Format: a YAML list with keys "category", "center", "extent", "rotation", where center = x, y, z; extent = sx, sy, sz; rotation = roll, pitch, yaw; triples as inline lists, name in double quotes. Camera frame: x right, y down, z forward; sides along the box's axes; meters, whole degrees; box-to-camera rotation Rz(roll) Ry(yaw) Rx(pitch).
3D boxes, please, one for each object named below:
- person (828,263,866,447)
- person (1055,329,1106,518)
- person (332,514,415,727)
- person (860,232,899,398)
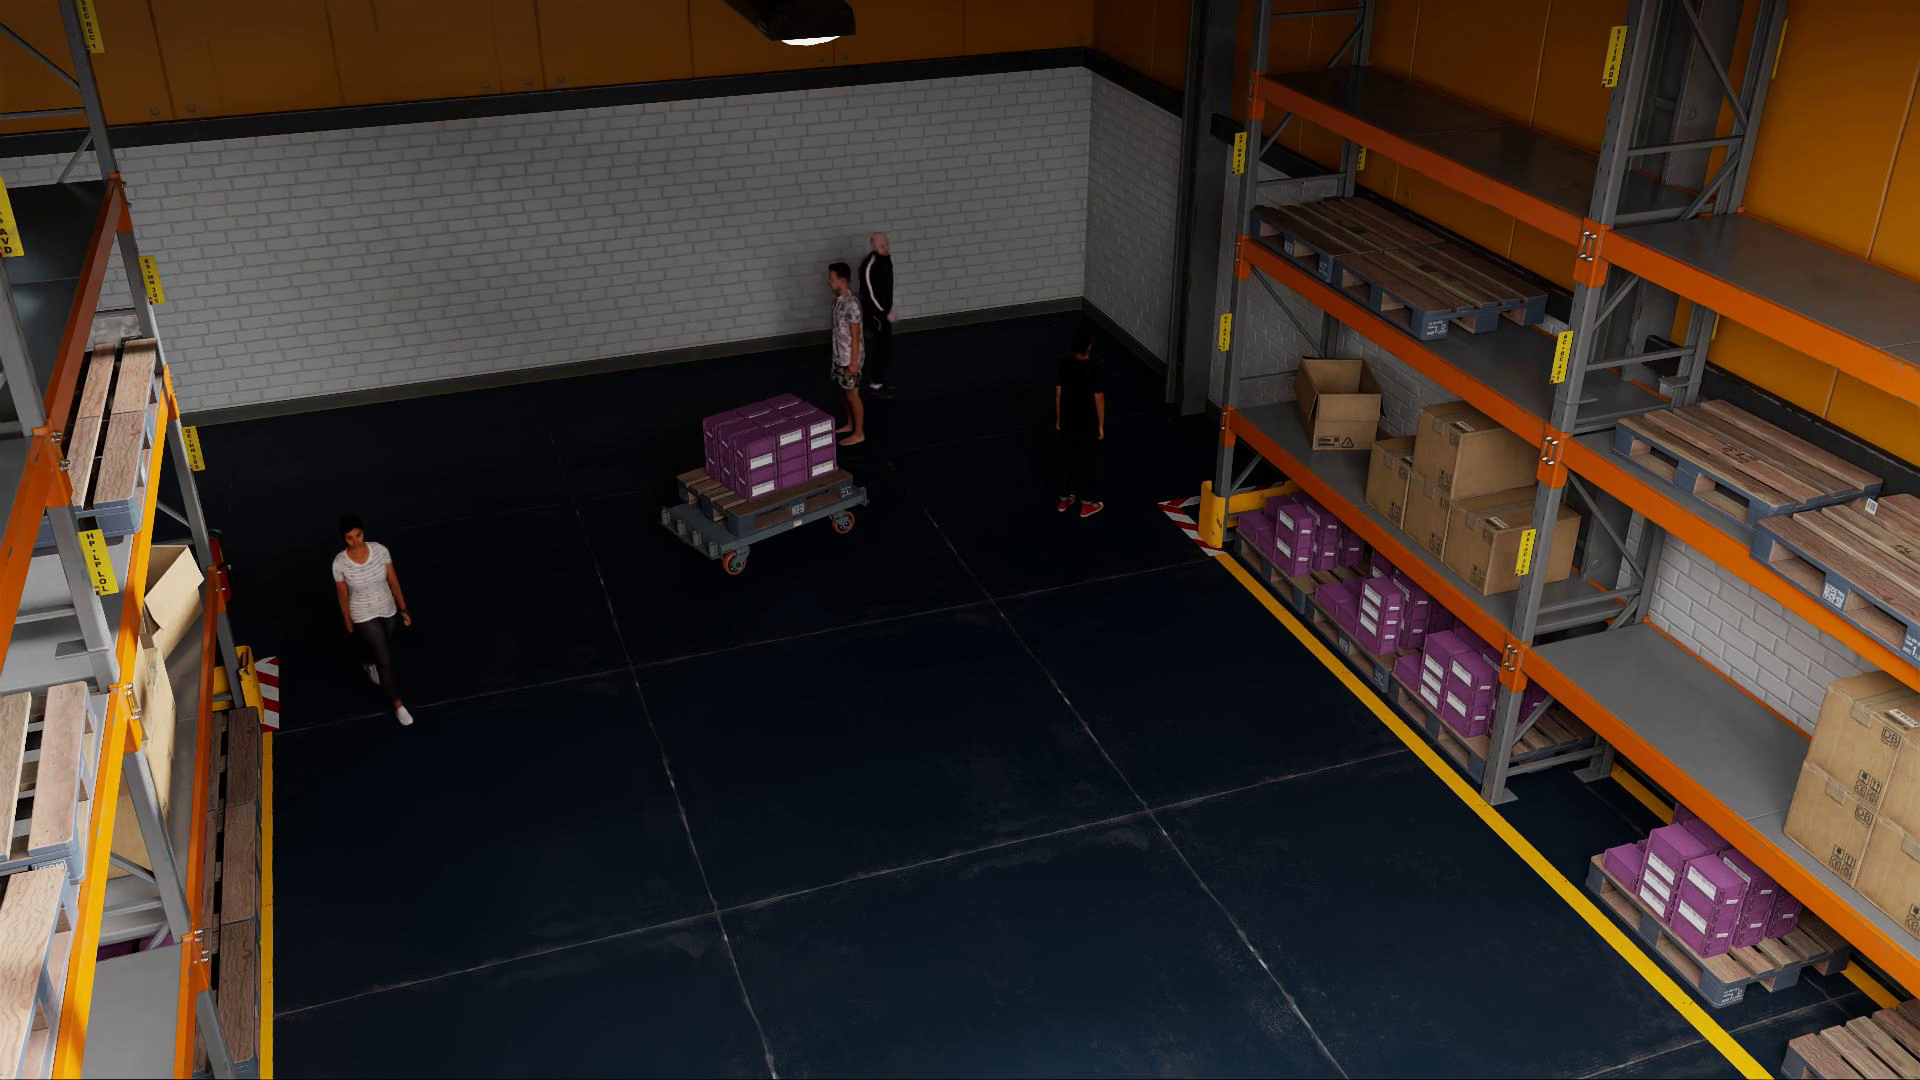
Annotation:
- category: "person"
  center: [-1.082, -1.834, 16.223]
  extent: [0.741, 1.811, 0.526]
  rotation: [-12, 31, -21]
- category: "person"
  center: [1.068, -1.053, 14.847]
  extent: [0.700, 1.758, 0.782]
  rotation: [16, 33, 27]
- category: "person"
  center: [-4.312, 0.511, 12.137]
  extent: [0.876, 1.607, 1.195]
  rotation: [-25, 37, -38]
- category: "person"
  center: [-0.907, -2.283, 17.057]
  extent: [0.915, 1.802, 0.848]
  rotation: [5, 29, 10]
